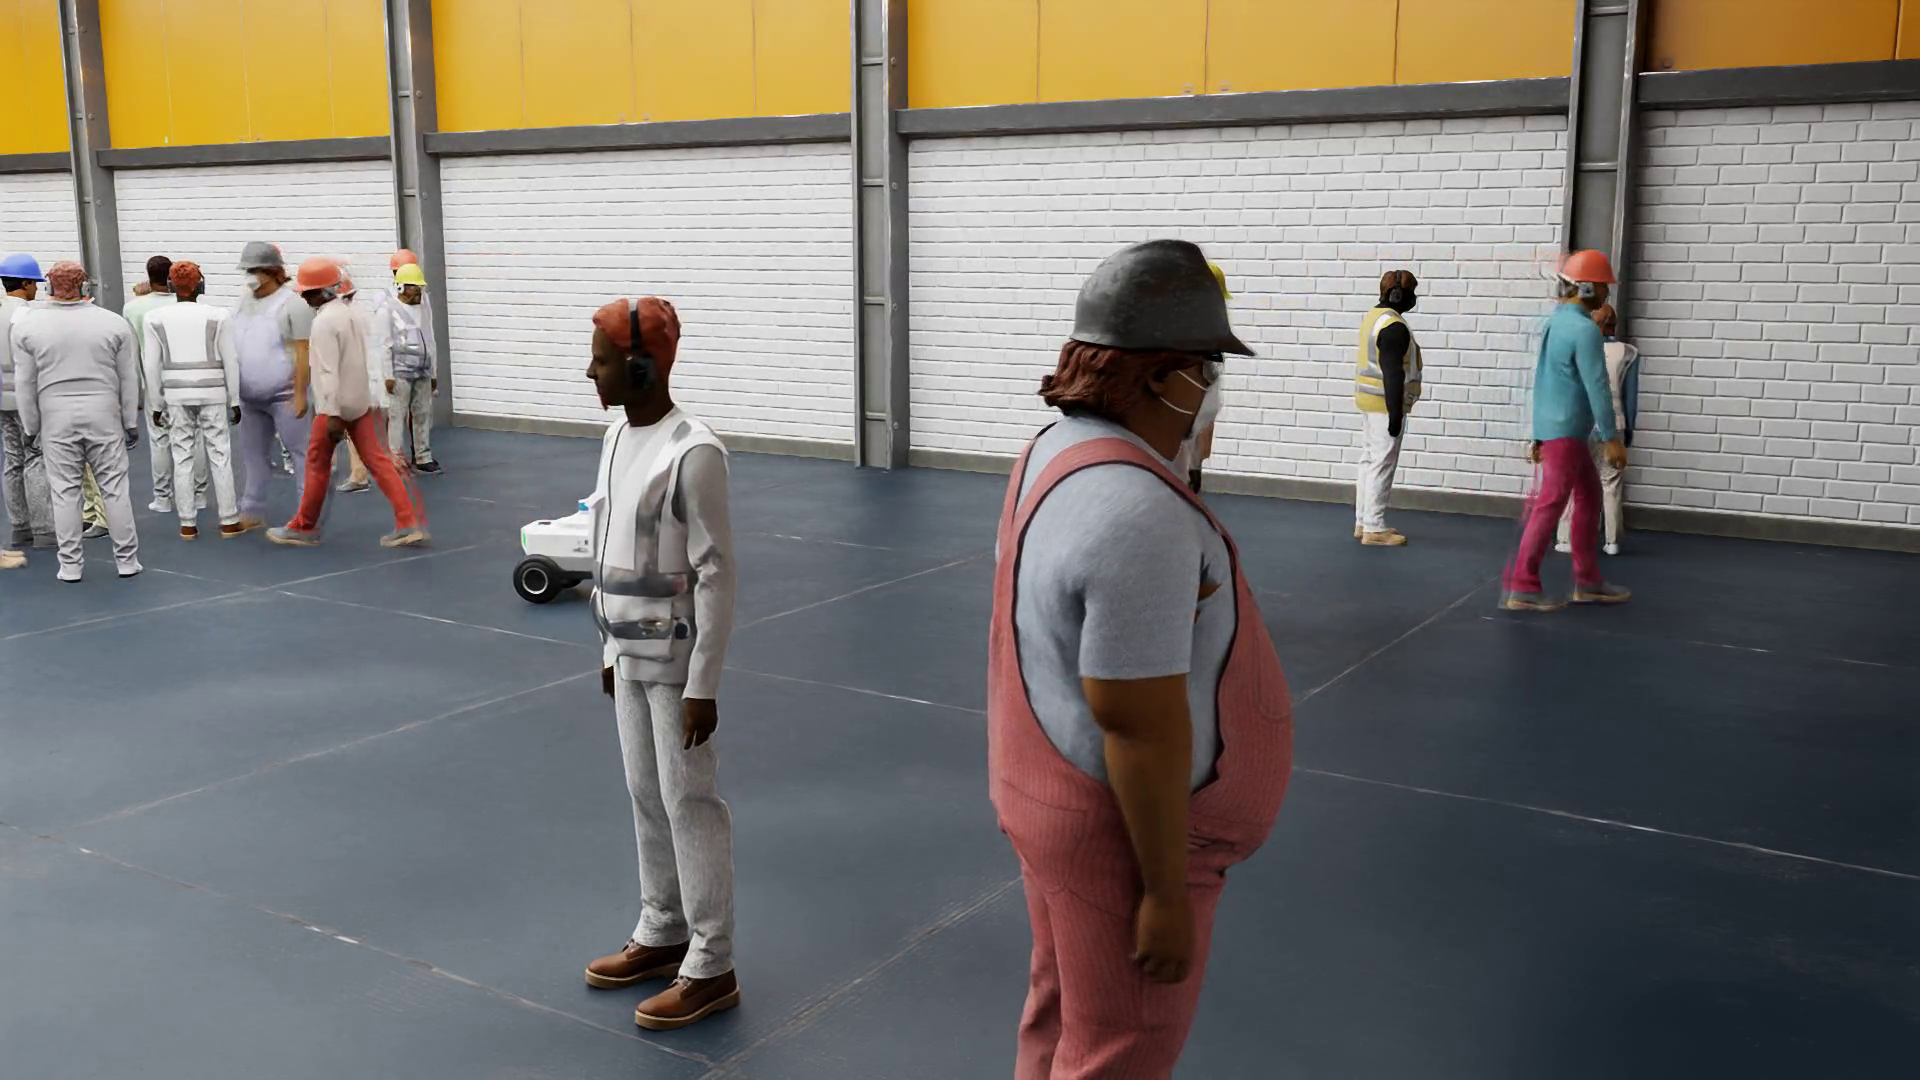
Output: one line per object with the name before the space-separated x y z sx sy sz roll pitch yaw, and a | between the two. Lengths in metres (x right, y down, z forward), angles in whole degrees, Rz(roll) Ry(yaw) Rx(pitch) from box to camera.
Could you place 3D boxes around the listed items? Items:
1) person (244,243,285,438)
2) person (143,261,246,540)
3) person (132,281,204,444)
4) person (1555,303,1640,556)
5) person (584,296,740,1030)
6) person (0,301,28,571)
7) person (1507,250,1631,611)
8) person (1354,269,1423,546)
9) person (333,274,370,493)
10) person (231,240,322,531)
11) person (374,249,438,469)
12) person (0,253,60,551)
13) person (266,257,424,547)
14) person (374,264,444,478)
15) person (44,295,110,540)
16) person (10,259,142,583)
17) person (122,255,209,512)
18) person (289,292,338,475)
person | -7.069 -2.043 17.102 0.611 1.986 0.392 7 12 33
person | -5.166 -0.935 11.252 0.573 1.883 0.357 -3 11 -14
person | -7.851 -1.749 16.493 0.525 1.620 0.532 9 14 42
person | 4.075 -0.705 10.685 0.516 1.630 0.315 2 10 11
person | -0.777 0.318 4.315 0.337 1.882 0.588 -7 12 -35
person | -5.991 -0.717 10.183 0.339 1.833 0.524 -7 12 -32
person | 3.410 -0.577 9.046 0.846 1.963 0.634 1 10 6
person | 2.857 -0.879 11.101 0.430 1.835 0.629 0 10 2
person | -4.958 -1.261 13.408 0.330 1.753 0.561 -2 10 -12
person | -4.799 -1.070 11.560 0.676 2.000 0.535 4 11 19
person | -4.892 -1.595 14.749 0.366 1.939 0.542 7 12 35
person | -6.114 -0.900 10.907 0.605 1.939 0.416 6 12 30
person | -4.044 -0.887 10.896 1.072 1.918 0.670 1 10 6
person | -4.698 -1.441 14.231 0.403 1.825 0.595 6 12 30
person | -5.988 -0.884 11.322 0.324 1.752 0.562 -9 13 -40
person | -5.225 -0.700 9.880 0.642 1.909 0.399 -6 12 -28
person | -5.907 -1.161 12.440 0.583 1.910 0.390 -8 13 -37
person | -5.590 -1.371 14.328 0.515 1.645 0.309 6 12 29
